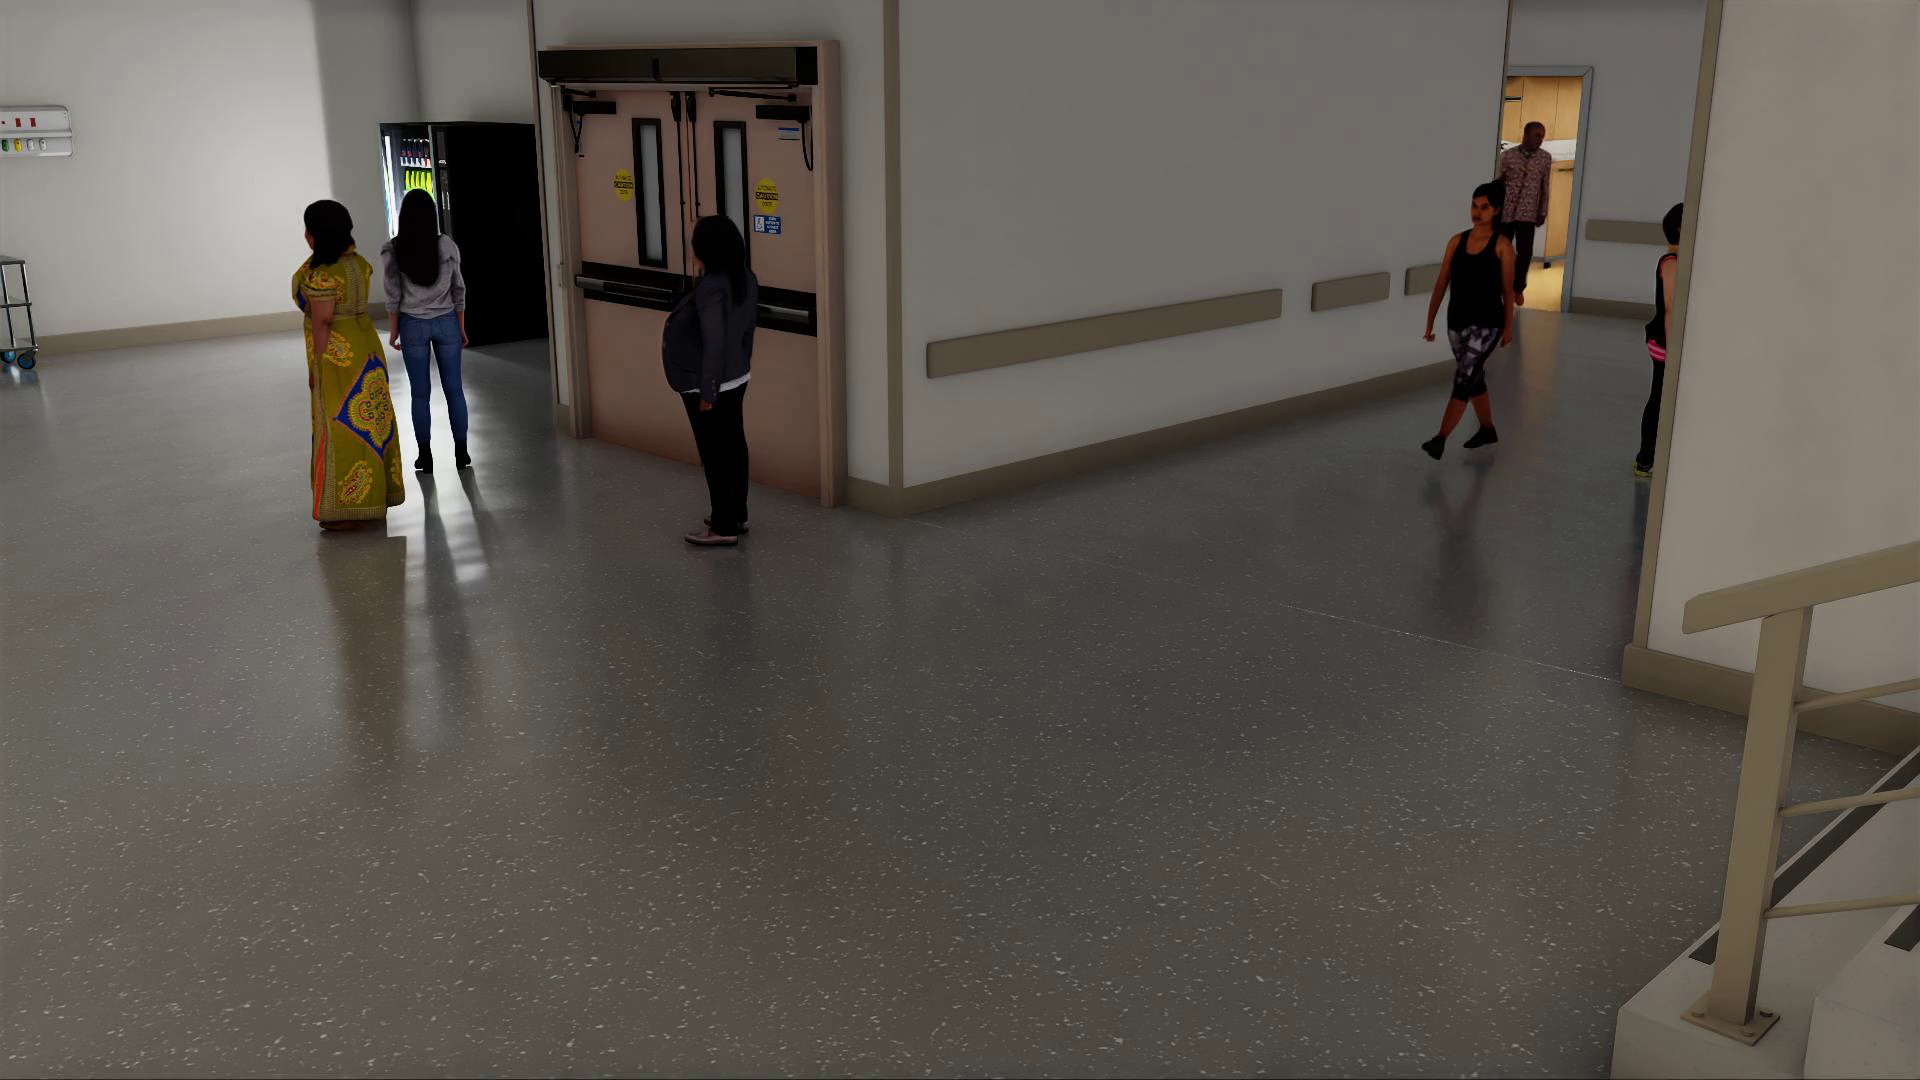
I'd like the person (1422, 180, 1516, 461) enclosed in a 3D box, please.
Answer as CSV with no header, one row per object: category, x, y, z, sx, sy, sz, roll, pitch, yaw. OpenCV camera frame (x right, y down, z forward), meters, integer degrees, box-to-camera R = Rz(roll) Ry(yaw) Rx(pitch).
person,3.096,-1.276,9.875,0.691,1.620,1.039,-13,21,-39

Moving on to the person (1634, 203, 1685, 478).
person,4.068,-1.147,9.542,0.611,1.553,0.613,7,17,22

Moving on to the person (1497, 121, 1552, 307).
person,5.513,-3.226,16.494,0.759,1.781,0.895,5,16,17

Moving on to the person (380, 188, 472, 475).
person,-3.064,-1.211,9.621,0.666,1.633,0.629,-7,17,-24

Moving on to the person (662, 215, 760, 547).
person,-1.186,-0.782,8.151,0.831,1.604,0.796,4,16,13

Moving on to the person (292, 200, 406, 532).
person,-3.127,-0.893,8.441,1.031,1.661,1.001,2,16,7
